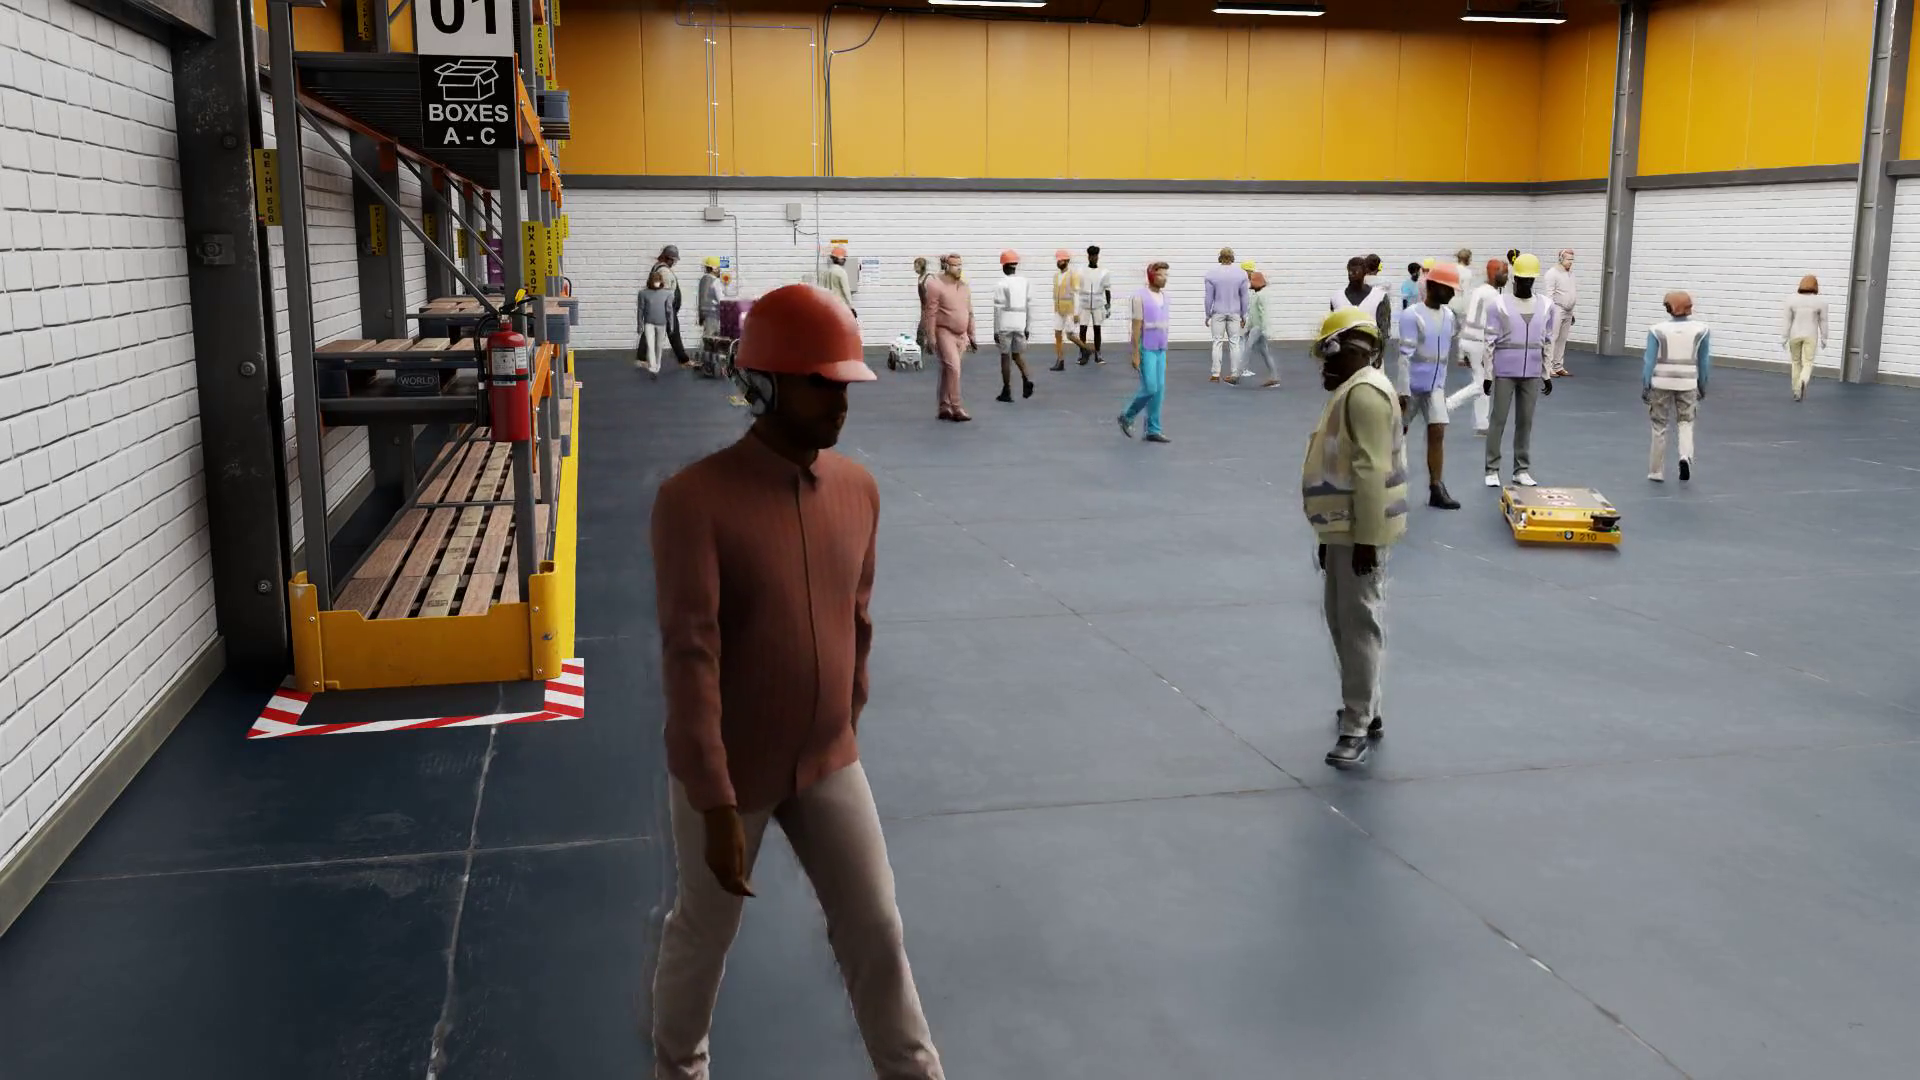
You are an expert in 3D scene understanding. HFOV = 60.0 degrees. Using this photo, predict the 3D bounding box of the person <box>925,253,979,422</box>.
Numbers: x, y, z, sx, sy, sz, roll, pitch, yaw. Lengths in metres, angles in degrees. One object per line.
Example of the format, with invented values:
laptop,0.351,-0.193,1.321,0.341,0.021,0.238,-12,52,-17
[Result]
person,0.000,-2.265,18.677,0.785,1.881,0.673,9,13,40

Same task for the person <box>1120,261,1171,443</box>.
person,1.908,-1.891,16.763,0.456,1.829,0.589,9,14,41

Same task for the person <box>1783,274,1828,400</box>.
person,10.678,-2.558,21.051,0.510,1.611,0.654,7,12,34

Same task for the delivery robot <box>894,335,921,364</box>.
delivery robot,-0.815,-2.943,25.871,0.477,0.478,0.707,-2,10,-9

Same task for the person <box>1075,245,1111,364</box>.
person,2.150,-3.853,27.313,0.633,1.954,0.403,1,10,3

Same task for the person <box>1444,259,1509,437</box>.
person,5.279,-1.966,17.132,0.709,1.853,0.595,0,10,0

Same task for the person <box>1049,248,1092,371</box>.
person,1.721,-3.593,25.978,0.694,1.922,0.555,-9,13,-40

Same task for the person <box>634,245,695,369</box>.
person,-4.694,-3.717,26.300,1.009,2.000,0.678,-6,12,-31

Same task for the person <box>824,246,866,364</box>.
person,-2.009,-3.746,26.764,1.029,1.950,0.617,-5,11,-25

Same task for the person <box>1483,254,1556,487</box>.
person,4.615,-1.391,13.735,0.593,1.923,0.382,-1,10,-4

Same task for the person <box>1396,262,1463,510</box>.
person,3.569,-1.212,12.908,0.563,1.880,0.990,-5,11,-25

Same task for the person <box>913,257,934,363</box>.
person,-0.445,-3.836,27.744,1.012,1.784,0.534,-4,11,-20

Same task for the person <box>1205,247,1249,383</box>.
person,3.806,-3.216,23.811,0.633,1.938,0.366,0,10,2

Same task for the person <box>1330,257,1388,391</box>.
person,3.958,-1.879,16.606,0.593,1.868,1.007,5,11,24

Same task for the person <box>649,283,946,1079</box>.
person,-0.321,0.469,3.376,1.010,1.942,0.640,10,14,44

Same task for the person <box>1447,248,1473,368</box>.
person,7.909,-3.692,26.516,0.683,1.918,0.638,-3,11,-16

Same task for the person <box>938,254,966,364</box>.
person,-0.111,-3.749,27.120,0.548,1.824,0.661,8,13,36

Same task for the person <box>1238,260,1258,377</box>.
person,4.303,-3.328,24.972,0.295,1.743,0.493,4,11,22

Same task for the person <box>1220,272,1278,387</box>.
person,4.035,-2.903,23.007,0.856,1.585,0.524,0,10,0

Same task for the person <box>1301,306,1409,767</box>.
person,1.550,-0.022,6.579,0.406,1.779,0.652,1,10,5

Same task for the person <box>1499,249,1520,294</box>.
person,10.139,-4.421,30.680,0.309,1.868,0.535,-2,10,-12

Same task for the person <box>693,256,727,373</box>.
person,-3.760,-3.492,25.760,0.933,1.781,0.600,-5,12,-27

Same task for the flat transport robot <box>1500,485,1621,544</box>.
flat transport robot,4.202,-0.198,11.705,0.652,0.197,1.431,2,11,13

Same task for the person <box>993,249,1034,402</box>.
person,0.660,-2.682,20.874,0.560,1.927,0.521,-6,12,-32

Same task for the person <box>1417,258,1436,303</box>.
person,7.091,-3.404,25.328,0.331,1.768,0.526,1,10,8

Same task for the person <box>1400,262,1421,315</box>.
person,7.550,-3.811,27.849,0.555,1.659,0.403,-8,13,-37

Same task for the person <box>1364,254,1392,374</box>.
person,5.215,-2.692,21.116,0.520,1.865,0.327,2,10,10

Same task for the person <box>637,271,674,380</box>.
person,-4.402,-3.099,24.119,0.511,1.577,0.868,-4,11,-20

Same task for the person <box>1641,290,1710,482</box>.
person,5.964,-1.272,13.885,0.543,1.621,0.503,2,10,11

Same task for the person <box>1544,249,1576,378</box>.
person,8.969,-3.377,24.806,0.638,1.903,0.408,-8,13,-37

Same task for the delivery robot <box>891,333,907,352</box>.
delivery robot,-0.896,-3.071,26.578,0.477,0.478,0.707,-2,10,-9
